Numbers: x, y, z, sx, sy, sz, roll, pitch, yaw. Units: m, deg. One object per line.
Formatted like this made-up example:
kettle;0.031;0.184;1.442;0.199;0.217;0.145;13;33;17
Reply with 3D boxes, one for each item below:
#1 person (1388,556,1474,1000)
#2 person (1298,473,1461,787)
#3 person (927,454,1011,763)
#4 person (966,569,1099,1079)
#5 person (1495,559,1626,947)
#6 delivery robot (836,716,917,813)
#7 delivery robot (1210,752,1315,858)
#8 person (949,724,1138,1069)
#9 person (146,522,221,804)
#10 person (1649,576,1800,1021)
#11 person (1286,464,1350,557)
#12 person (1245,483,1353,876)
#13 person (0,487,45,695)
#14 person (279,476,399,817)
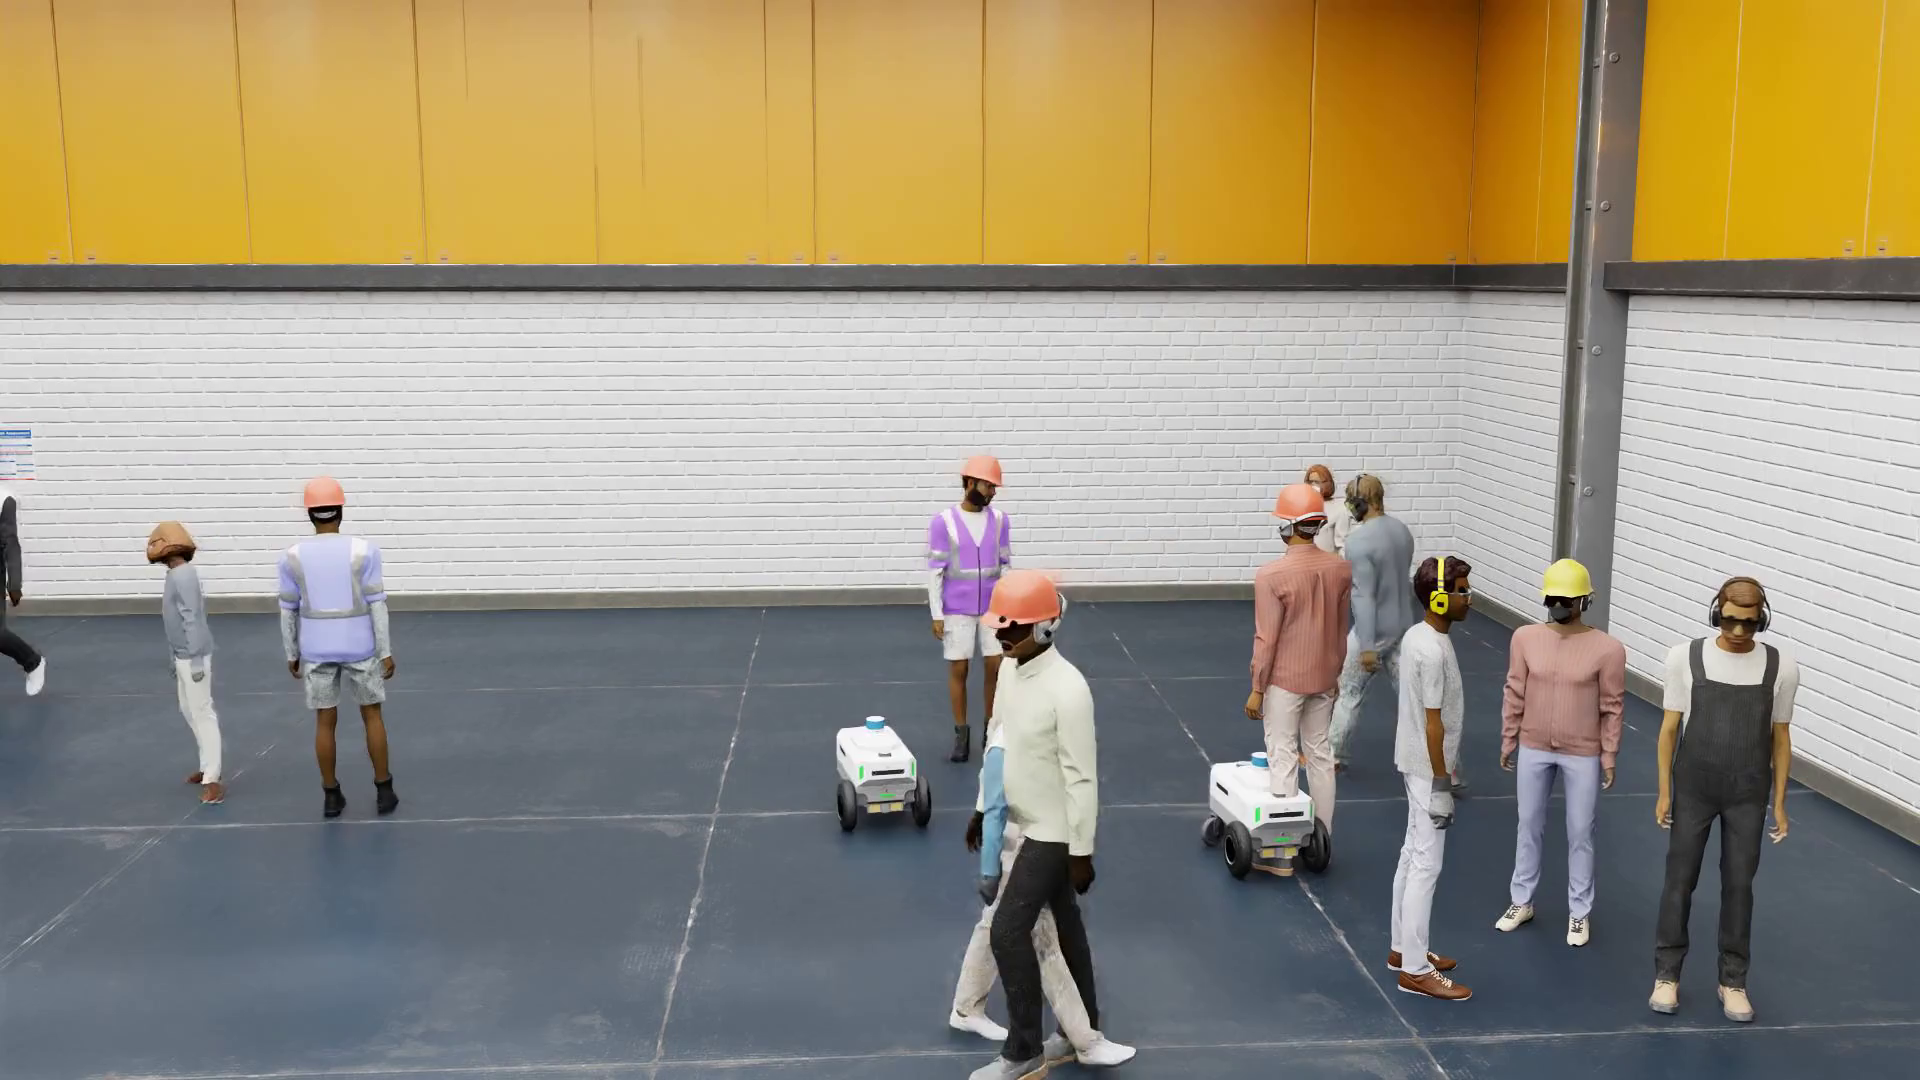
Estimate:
person;2.010;0.991;7.043;0.328;1.867;0.513;1;9;6
person;2.519;0.548;9.823;0.669;1.879;1.054;-9;13;-44
person;0.072;0.429;10.424;0.588;1.915;0.360;-4;10;-22
person;0.239;1.071;6.217;0.740;1.960;0.631;-2;9;-15
person;2.724;0.957;7.569;0.533;1.768;0.310;6;11;34
delivery robot;-0.475;1.233;9.332;0.477;0.478;0.707;-2;9;-14
delivery robot;1.560;1.345;8.629;0.477;0.478;0.707;-2;9;-11
person;0.310;1.225;6.400;0.843;1.591;0.532;4;10;23
person;-4.496;0.707;9.659;0.325;1.599;0.630;-5;10;-27
person;3.112;1.045;6.789;0.507;1.839;0.351;3;10;19
person;2.653;0.239;12.516;0.530;1.610;0.585;6;11;33
person;1.708;0.704;8.440;0.612;1.994;0.376;-6;11;-32
person;-6.750;0.254;11.548;0.587;1.905;0.582;2;9;10
person;-3.472;0.602;9.292;0.585;1.927;0.396;-2;9;-10
